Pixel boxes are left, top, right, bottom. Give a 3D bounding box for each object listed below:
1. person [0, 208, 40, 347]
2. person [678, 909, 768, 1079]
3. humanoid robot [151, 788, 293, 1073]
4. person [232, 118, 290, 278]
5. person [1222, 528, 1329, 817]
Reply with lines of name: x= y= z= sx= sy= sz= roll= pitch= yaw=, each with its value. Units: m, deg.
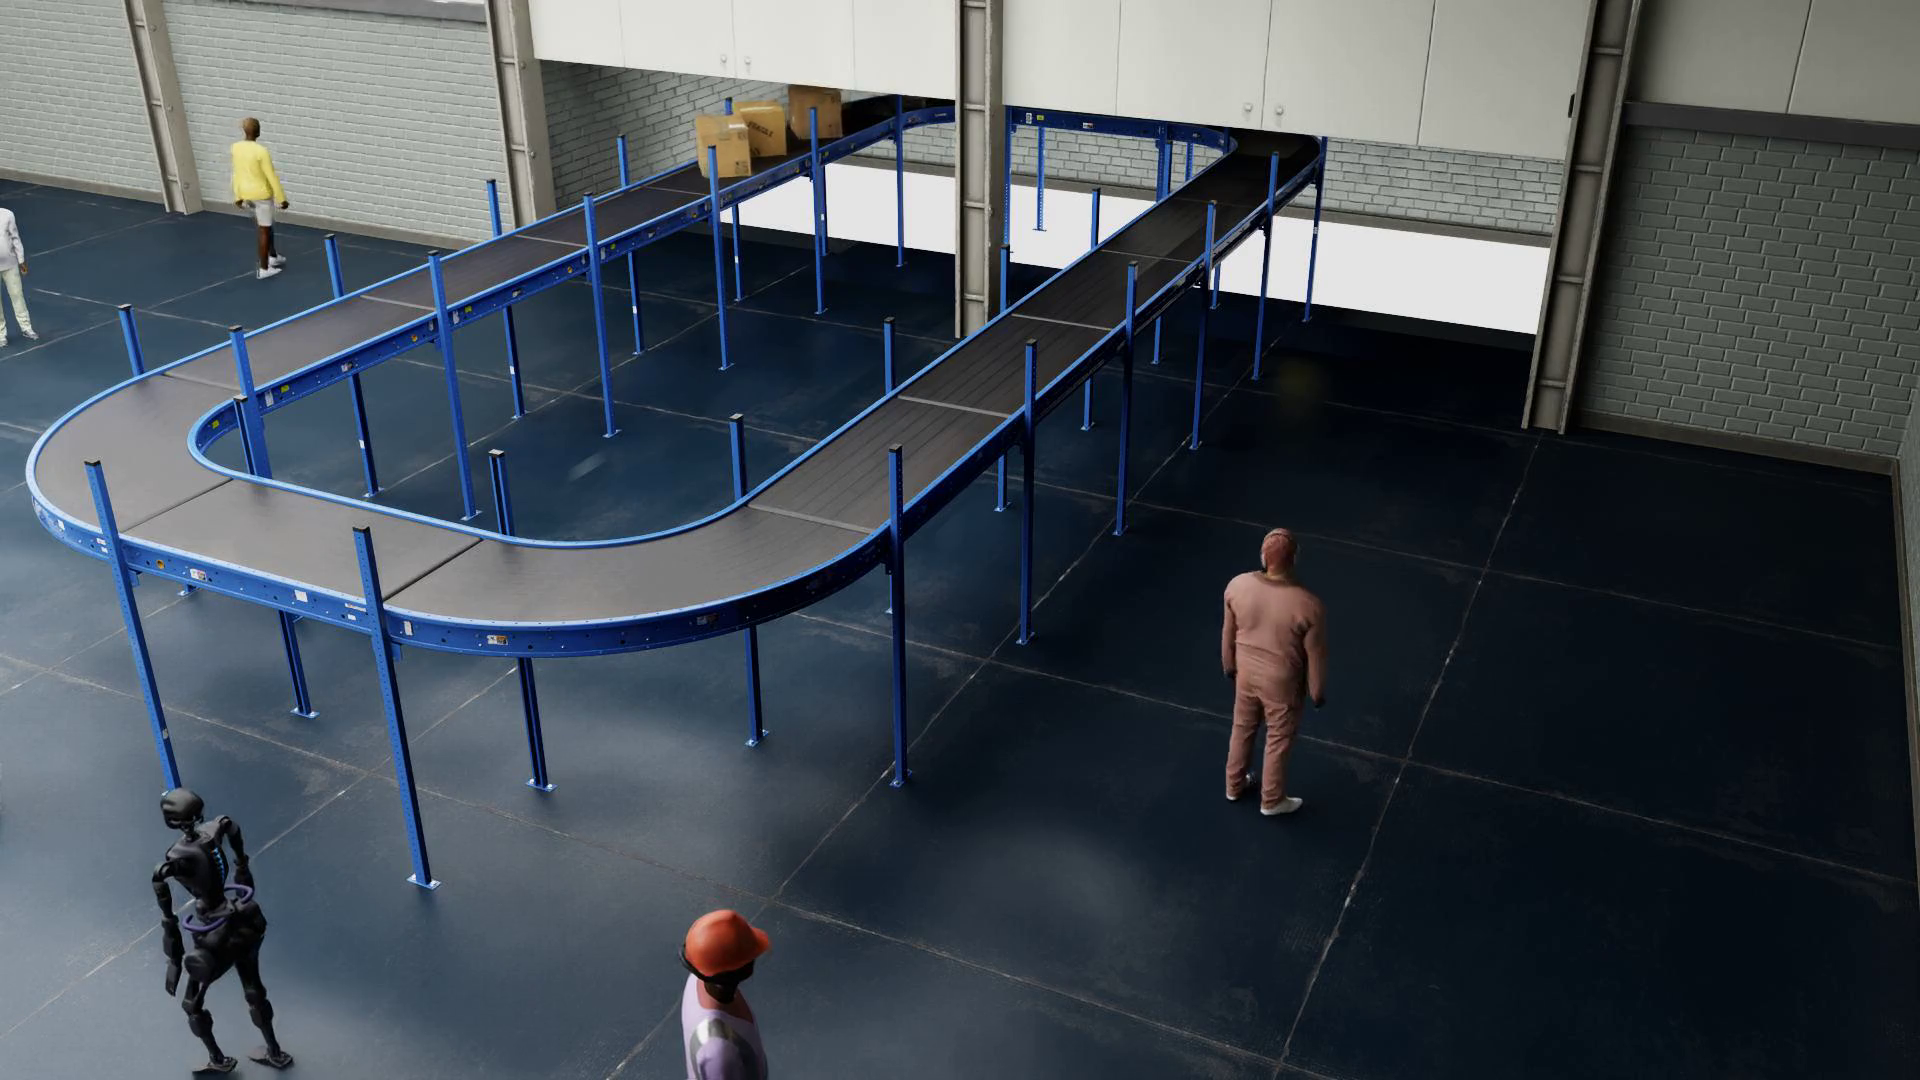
person: x=-10.278 y=-2.960 z=17.770 sx=0.562 sy=1.751 sz=0.325 roll=-24 pitch=35 yaw=-39
person: x=-0.913 y=2.341 z=6.762 sx=0.362 sy=2.048 sz=0.610 roll=-7 pitch=27 yaw=-13
humanoid robot: x=-3.606 y=1.896 z=8.075 sx=0.453 sy=1.642 sz=0.586 roll=9 pitch=28 yaw=18
person: x=-8.357 y=-4.145 z=20.014 sx=0.598 sy=1.873 sz=0.752 roll=11 pitch=28 yaw=21
person: x=1.880 y=0.821 z=10.000 sx=0.679 sy=1.897 sz=0.412 roll=20 pitch=33 yaw=35
